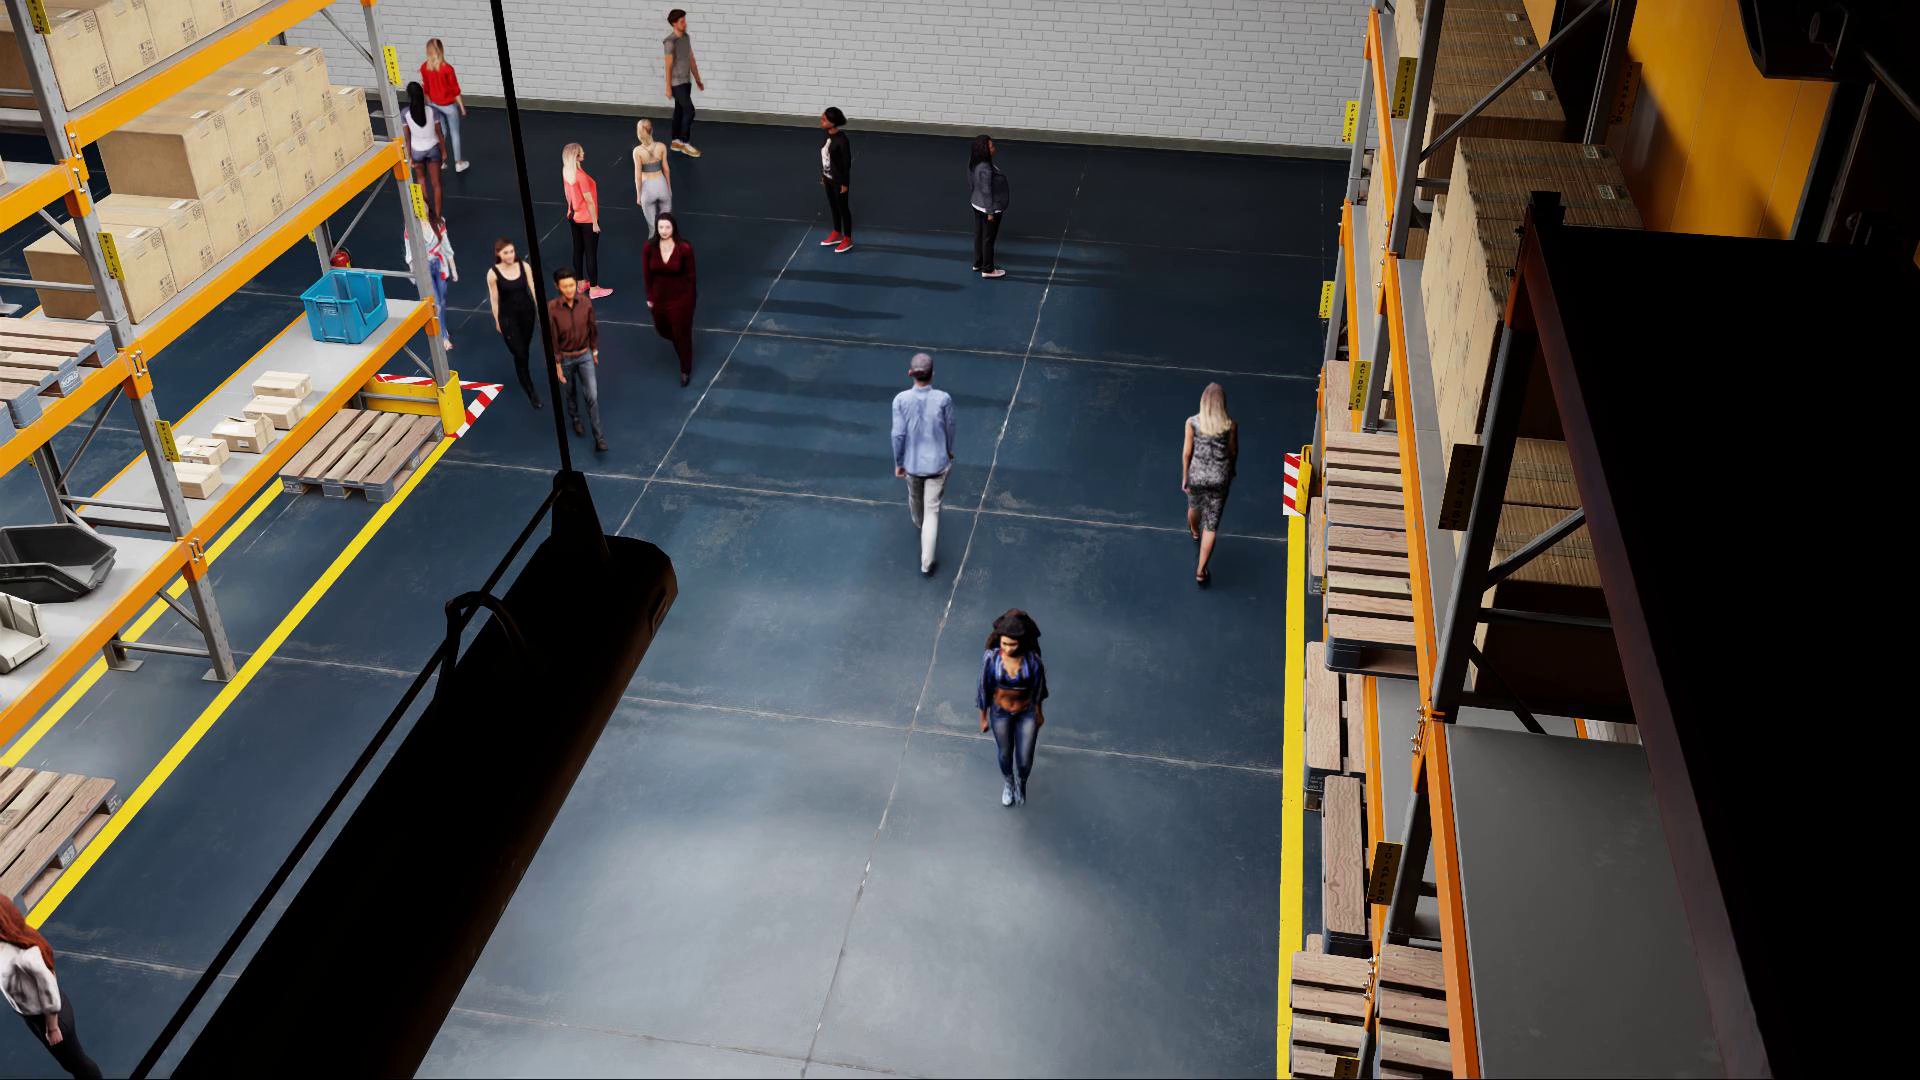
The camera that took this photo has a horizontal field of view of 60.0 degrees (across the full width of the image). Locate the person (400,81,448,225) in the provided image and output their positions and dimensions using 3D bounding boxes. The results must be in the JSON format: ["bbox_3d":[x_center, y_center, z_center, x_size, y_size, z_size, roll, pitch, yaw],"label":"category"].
[{"bbox_3d":[-6.196,-4.452,19.333,0.703,1.709,0.735,-8,34,-12],"label":"person"}]

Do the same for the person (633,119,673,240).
[{"bbox_3d":[-3.374,-3.830,18.402,0.639,1.704,0.675,-15,36,-21],"label":"person"}]

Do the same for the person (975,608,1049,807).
[{"bbox_3d":[0.364,1.104,11.064,0.638,1.610,0.599,4,34,6],"label":"person"}]

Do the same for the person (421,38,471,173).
[{"bbox_3d":[-6.451,-5.390,20.752,0.654,1.701,0.680,8,35,12],"label":"person"}]

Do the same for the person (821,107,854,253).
[{"bbox_3d":[-1.395,-4.104,18.841,0.712,1.673,0.666,-25,41,-32],"label":"person"}]

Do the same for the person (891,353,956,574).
[{"bbox_3d":[-0.287,-0.581,13.385,0.713,1.847,1.127,3,34,5],"label":"person"}]

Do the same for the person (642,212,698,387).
[{"bbox_3d":[-2.801,-2.404,16.230,0.723,1.733,1.012,2,34,3],"label":"person"}]

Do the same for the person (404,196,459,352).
[{"bbox_3d":[-5.397,-2.758,16.900,1.000,1.580,1.058,-21,39,-28],"label":"person"}]

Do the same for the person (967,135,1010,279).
[{"bbox_3d":[0.286,-3.676,18.266,0.858,1.597,0.772,-13,36,-18],"label":"person"}]

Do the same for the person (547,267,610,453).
[{"bbox_3d":[-3.548,-1.673,15.136,1.059,1.727,1.212,-15,36,-21],"label":"person"}]

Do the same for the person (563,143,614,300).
[{"bbox_3d":[-4.048,-3.431,17.812,0.710,1.693,0.678,-28,43,-35],"label":"person"}]

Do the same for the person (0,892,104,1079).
[{"bbox_3d":[-4.858,2.503,8.824,0.667,1.760,0.675,27,42,35],"label":"person"}]

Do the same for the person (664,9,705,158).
[{"bbox_3d":[-3.671,-5.859,21.306,0.753,1.868,0.716,9,35,13],"label":"person"}]

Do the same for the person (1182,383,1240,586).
[{"bbox_3d":[1.971,-0.407,13.290,0.620,1.662,1.075,8,34,12],"label":"person"}]

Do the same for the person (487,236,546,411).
[{"bbox_3d":[-4.256,-2.133,15.893,1.017,1.655,1.083,-22,39,-29],"label":"person"}]
